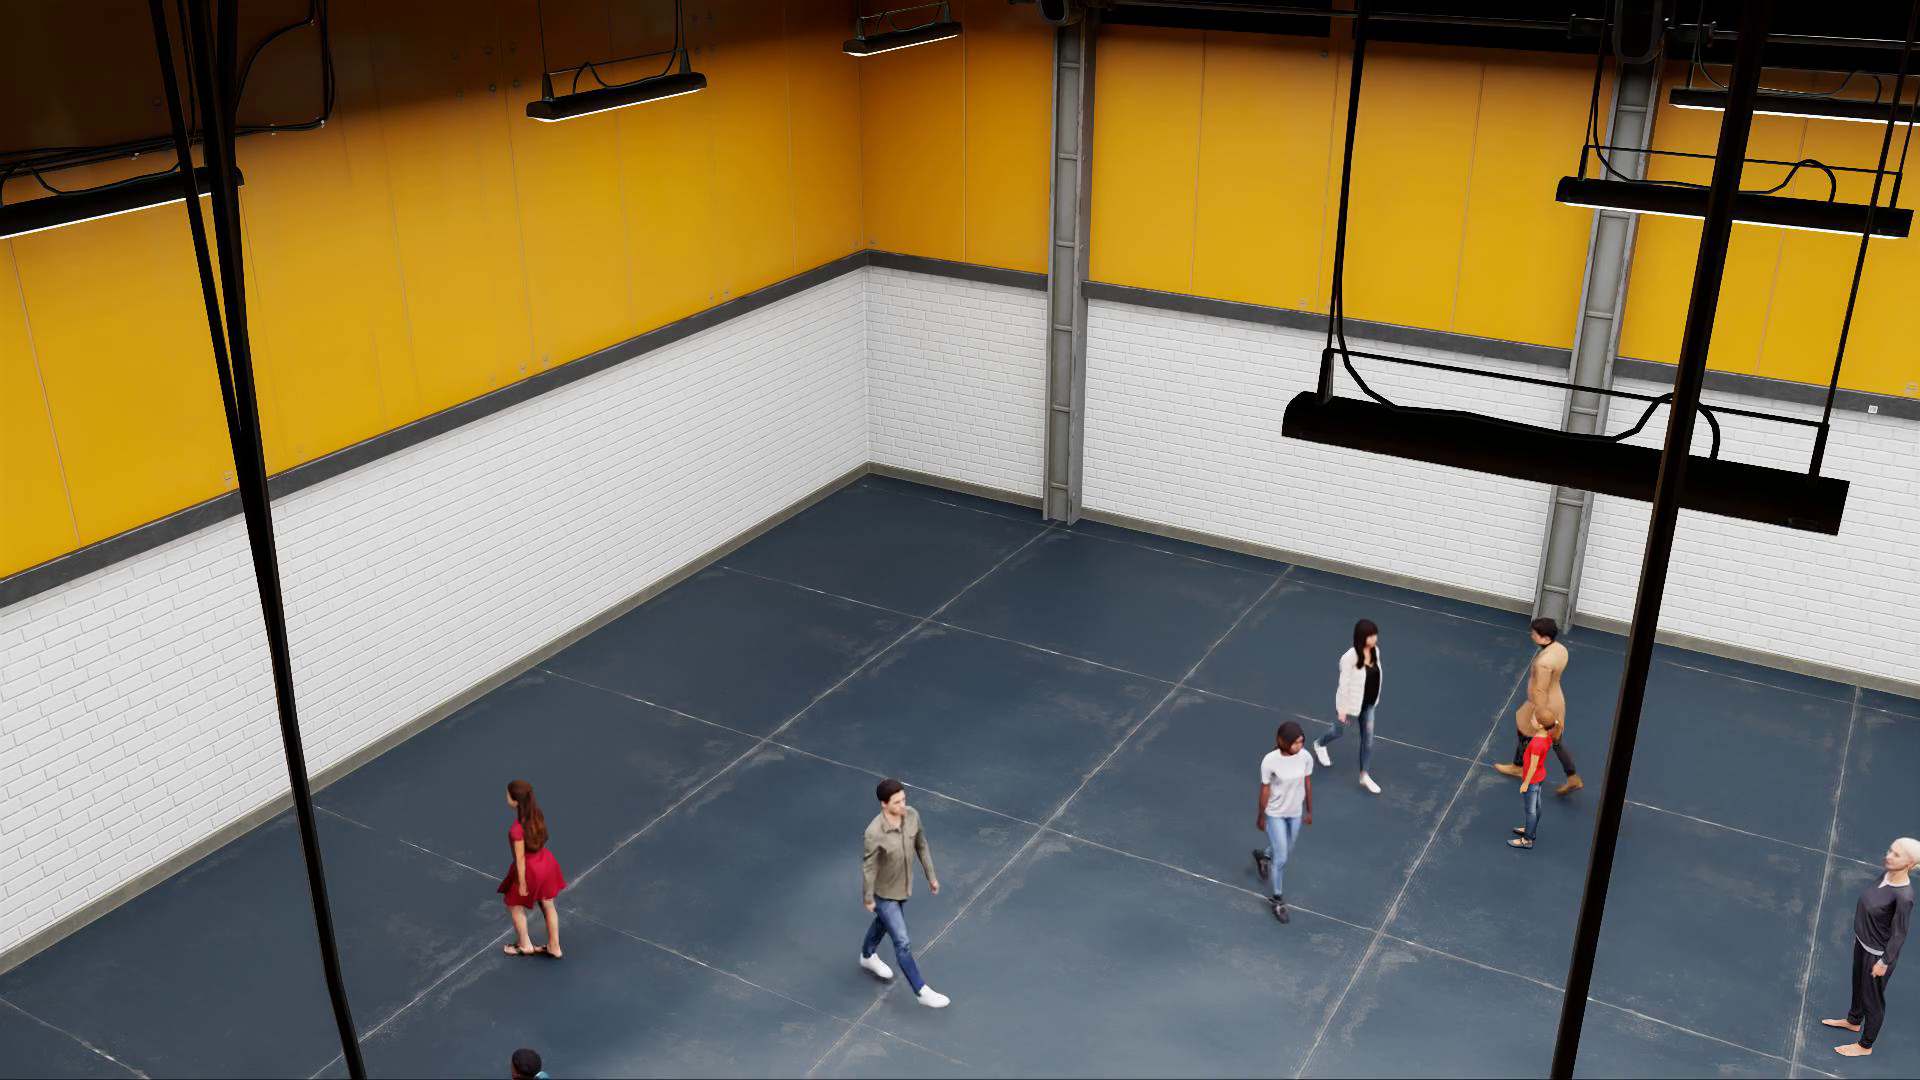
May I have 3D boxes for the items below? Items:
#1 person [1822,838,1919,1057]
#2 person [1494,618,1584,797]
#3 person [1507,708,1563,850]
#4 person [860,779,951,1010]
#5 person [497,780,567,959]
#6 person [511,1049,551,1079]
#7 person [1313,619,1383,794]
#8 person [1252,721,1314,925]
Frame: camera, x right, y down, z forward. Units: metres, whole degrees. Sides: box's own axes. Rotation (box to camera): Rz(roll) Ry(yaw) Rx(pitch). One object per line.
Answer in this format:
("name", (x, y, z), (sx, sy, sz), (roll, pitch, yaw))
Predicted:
("person", (6.459, 2.832, 11.690), (0.632, 1.724, 0.667), (4, 24, 9))
("person", (5.284, 1.500, 14.784), (1.136, 1.686, 0.822), (22, 32, 40))
("person", (4.877, 2.006, 14.095), (0.502, 1.311, 0.476), (14, 27, 29))
("person", (-0.564, 2.538, 12.263), (1.205, 1.803, 0.801), (17, 29, 34))
("person", (-3.183, 2.524, 12.627), (0.738, 1.538, 0.622), (8, 25, 19))
("person", (-2.623, 3.687, 10.323), (0.497, 1.252, 0.522), (10, 26, 22))
("person", (3.520, 1.434, 15.028), (0.965, 1.611, 1.155), (-13, 27, -27))
("person", (2.545, 2.156, 13.268), (0.971, 1.699, 1.054), (-8, 25, -18))
